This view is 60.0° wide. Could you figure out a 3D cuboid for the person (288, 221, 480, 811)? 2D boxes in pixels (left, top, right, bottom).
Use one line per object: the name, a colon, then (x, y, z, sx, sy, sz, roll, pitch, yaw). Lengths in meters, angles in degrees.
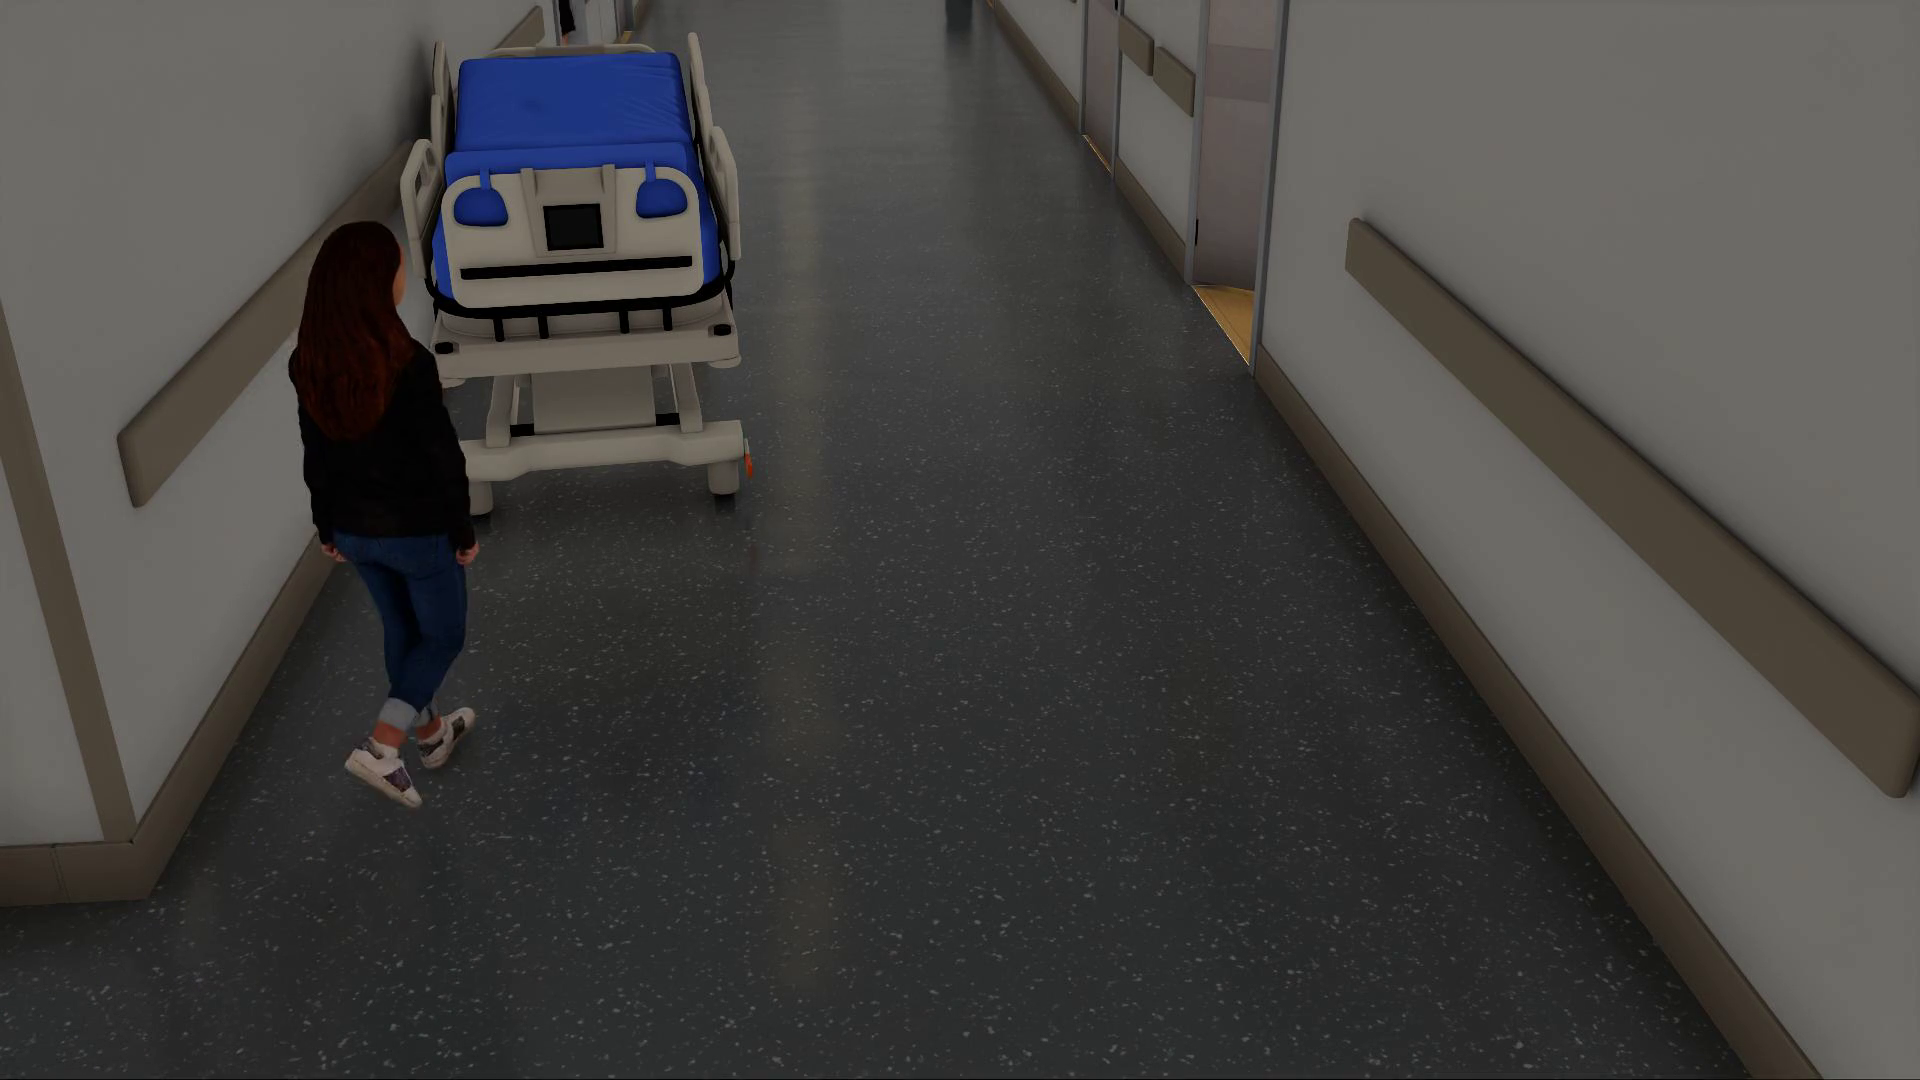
person: (-1.395, -0.012, 3.995, 0.838, 1.469, 0.799, 6, 26, 13)
